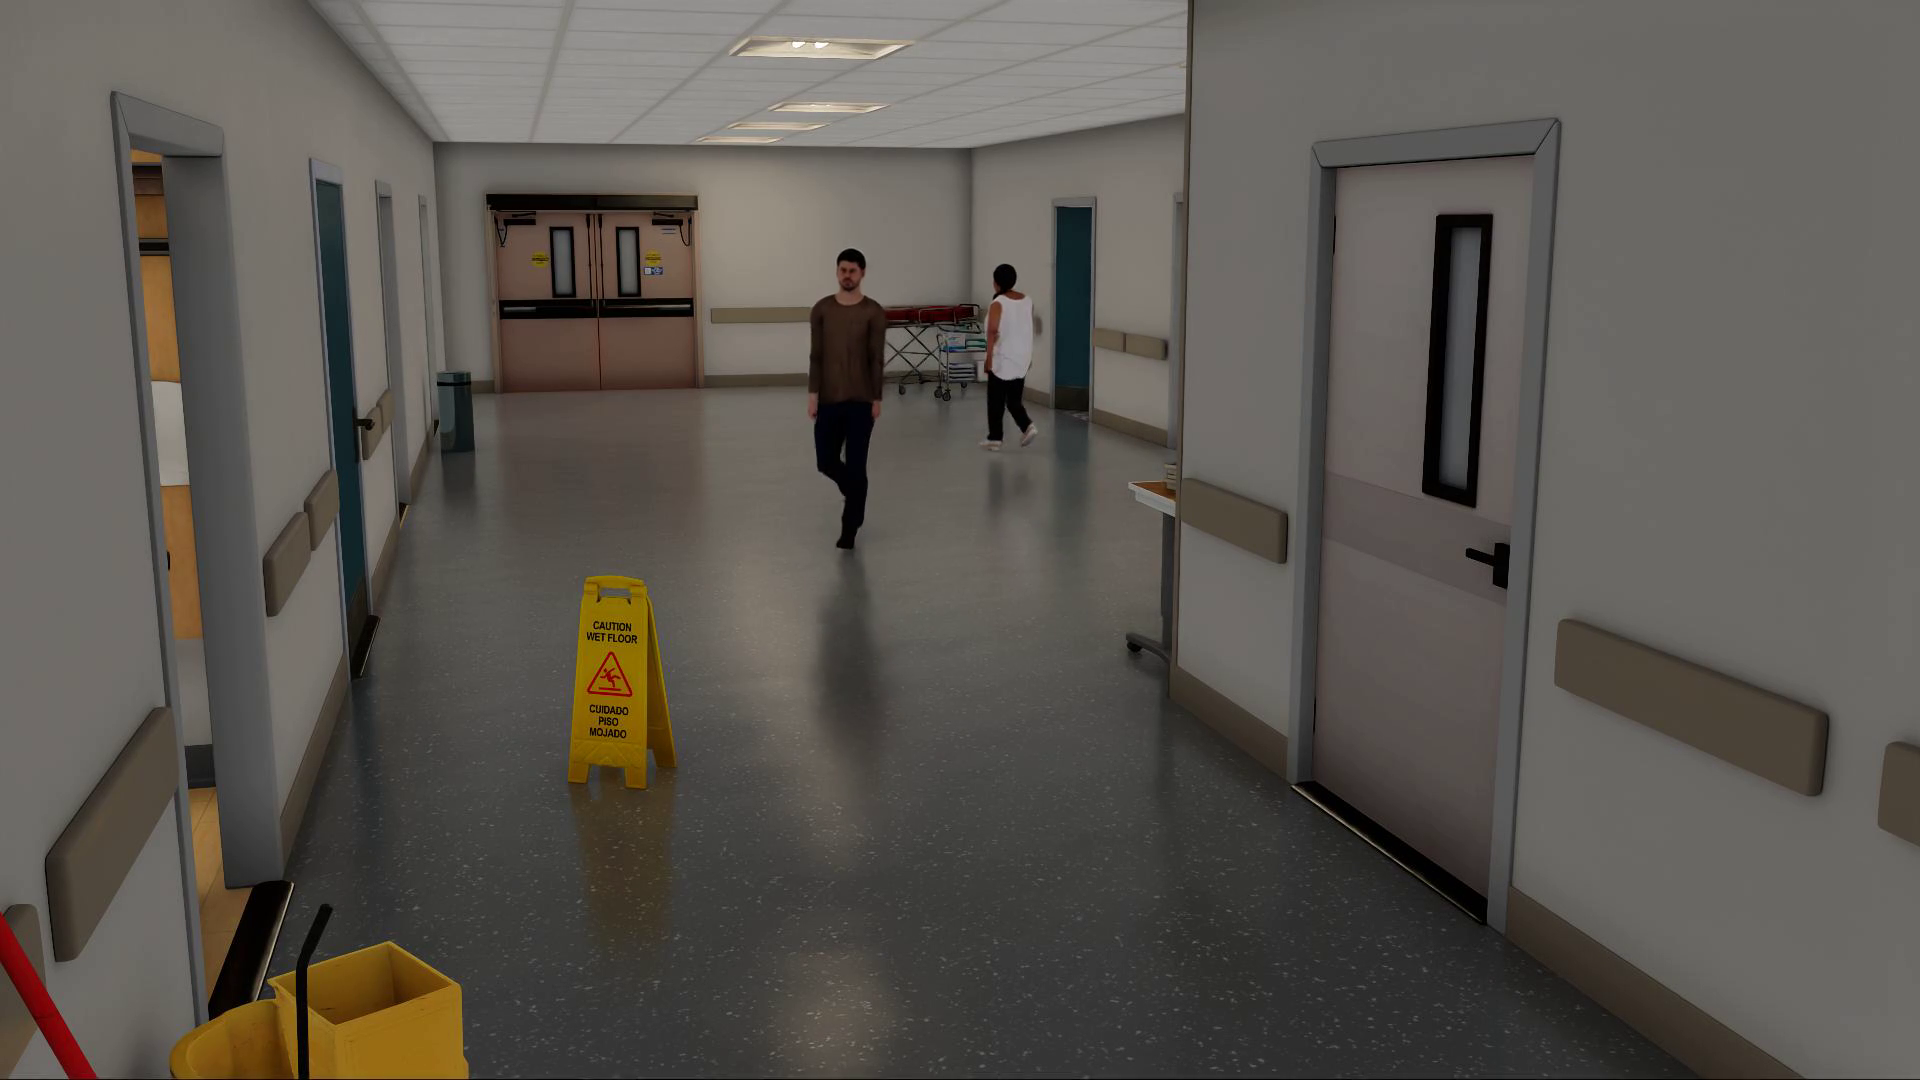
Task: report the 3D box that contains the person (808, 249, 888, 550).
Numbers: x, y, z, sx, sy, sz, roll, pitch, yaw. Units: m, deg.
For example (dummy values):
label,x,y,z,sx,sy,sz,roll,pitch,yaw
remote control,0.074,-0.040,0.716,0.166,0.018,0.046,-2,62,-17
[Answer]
label,x,y,z,sx,sy,sz,roll,pitch,yaw
person,-0.709,-0.896,10.573,0.942,1.871,1.095,3,11,14

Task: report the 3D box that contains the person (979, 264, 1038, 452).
label,x,y,z,sx,sy,sz,roll,pitch,yaw
person,0.444,-1.634,14.969,0.923,1.682,0.842,11,15,44
